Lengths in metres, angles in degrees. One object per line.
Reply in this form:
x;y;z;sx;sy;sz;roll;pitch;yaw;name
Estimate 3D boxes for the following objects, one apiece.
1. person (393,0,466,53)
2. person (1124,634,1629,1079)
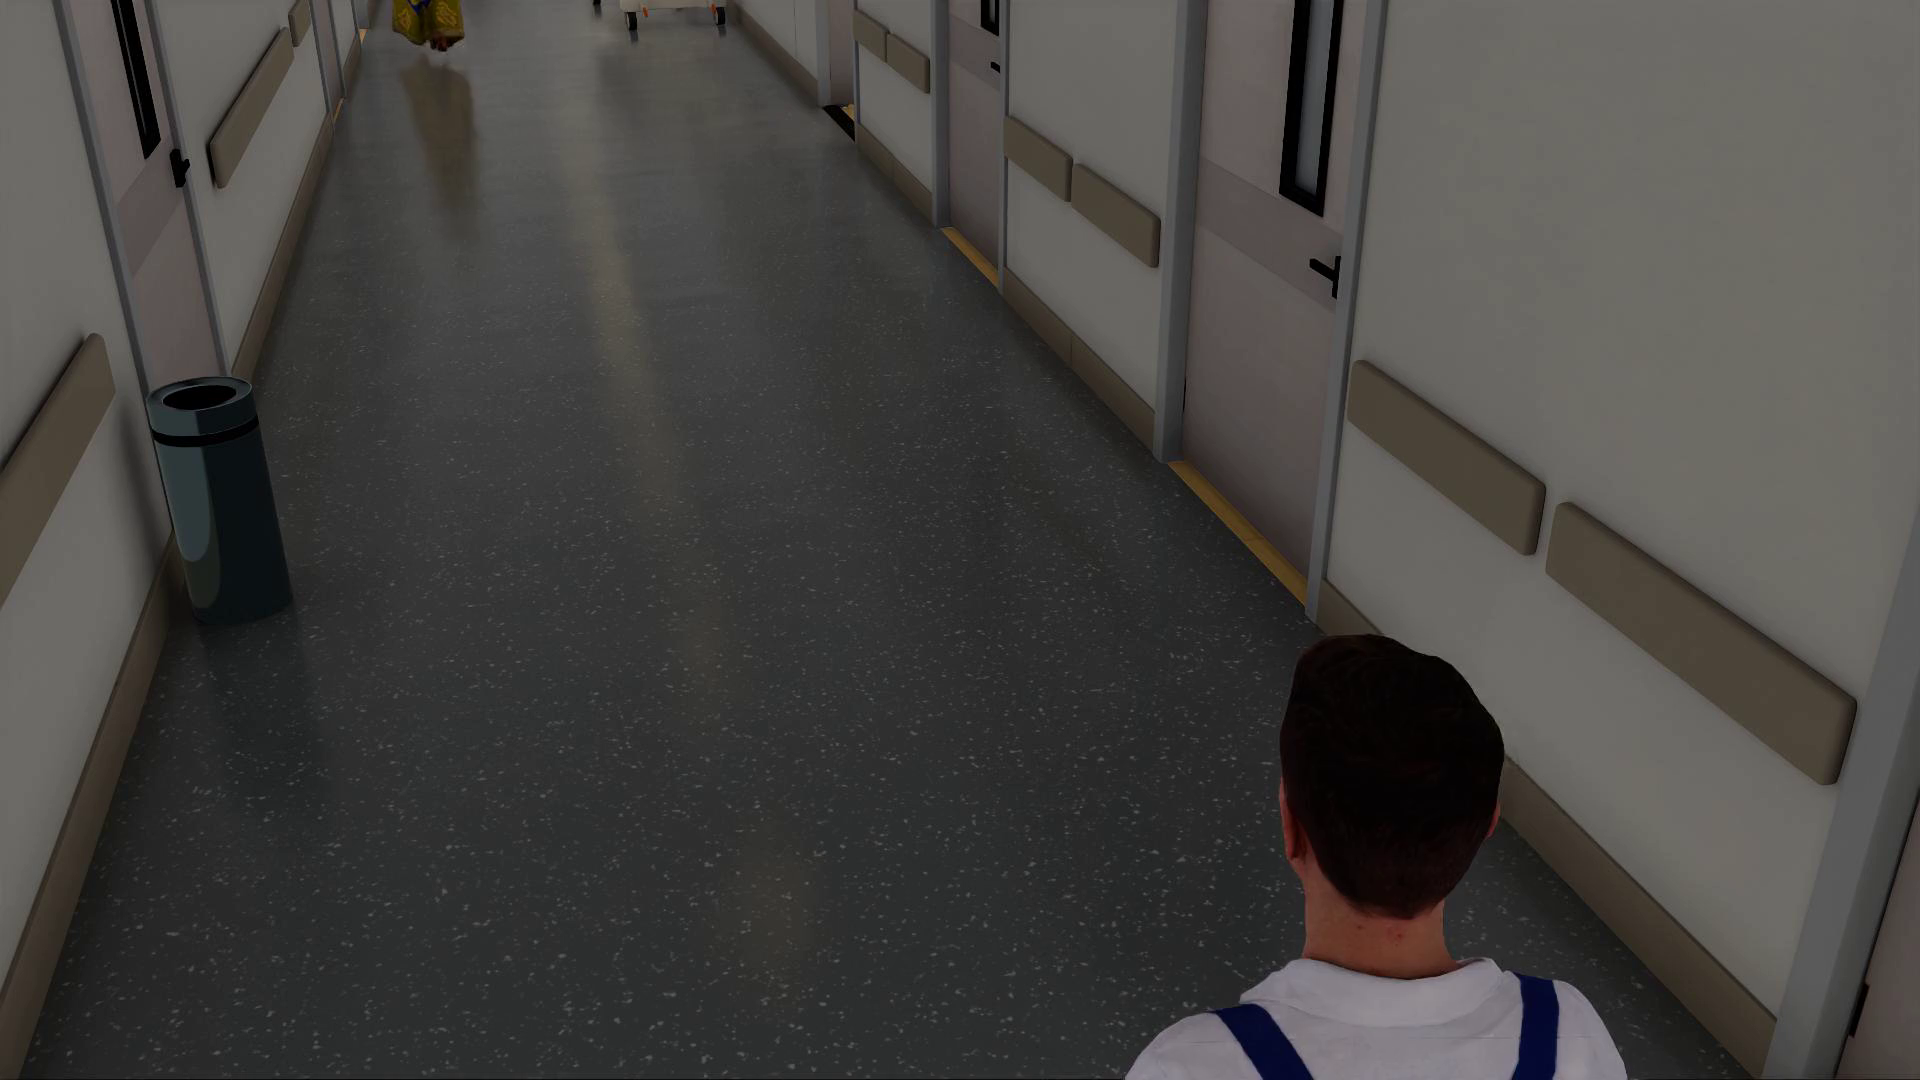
-4.548;-4.925;14.101;1.185;1.608;0.847;-9;27;-18;person
0.371;0.965;1.621;0.642;1.839;0.767;-1;26;-3;person
